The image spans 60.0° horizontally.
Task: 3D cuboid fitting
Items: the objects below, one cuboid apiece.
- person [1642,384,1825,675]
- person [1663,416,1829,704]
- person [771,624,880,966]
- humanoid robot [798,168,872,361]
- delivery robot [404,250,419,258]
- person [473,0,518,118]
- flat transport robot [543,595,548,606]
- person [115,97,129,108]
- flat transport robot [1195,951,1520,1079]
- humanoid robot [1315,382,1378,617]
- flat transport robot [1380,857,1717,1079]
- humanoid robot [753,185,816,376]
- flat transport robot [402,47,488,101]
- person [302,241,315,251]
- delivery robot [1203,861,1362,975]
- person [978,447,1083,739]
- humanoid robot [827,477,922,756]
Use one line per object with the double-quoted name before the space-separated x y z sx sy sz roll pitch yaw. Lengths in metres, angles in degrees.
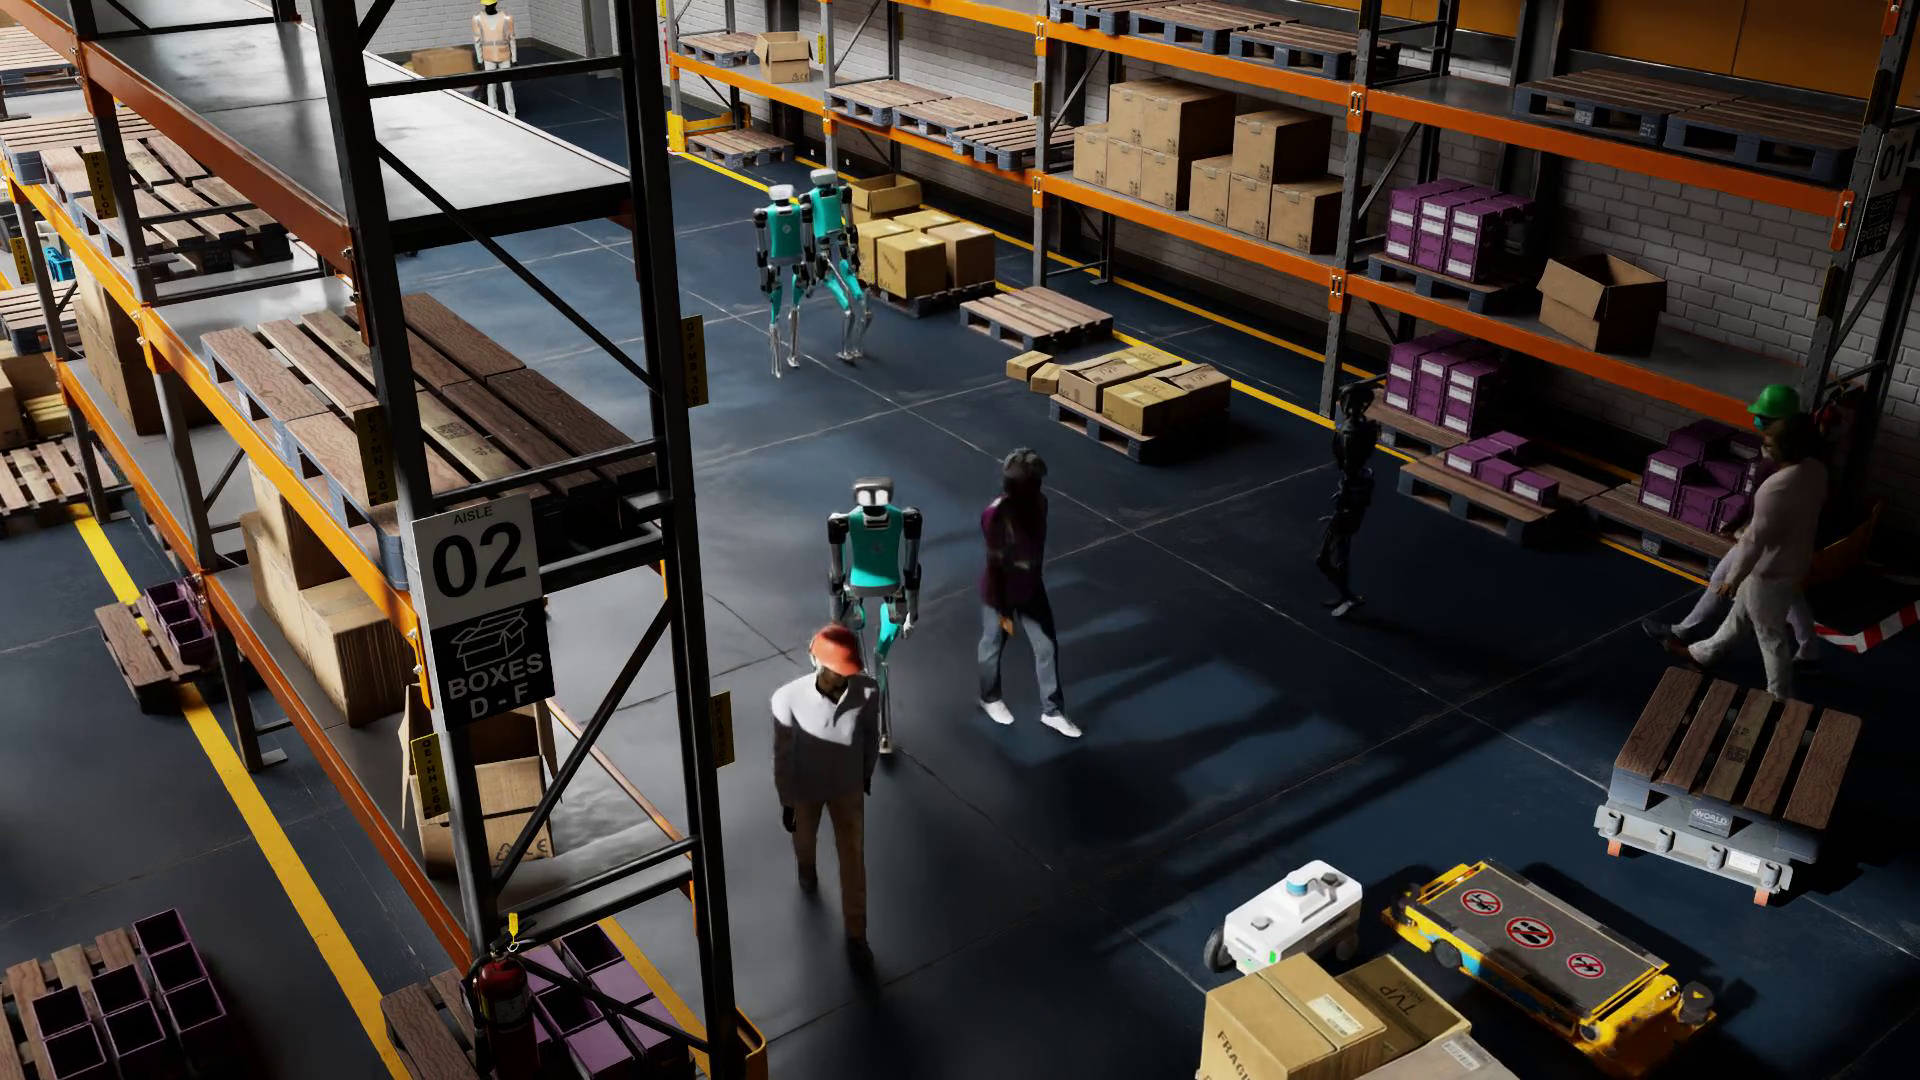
"person" 5.014 -0.066 10.330 1.095 1.882 0.466 18 32 32
"person" 4.725 0.128 9.921 0.657 1.889 0.984 -21 34 -36
"person" -0.648 1.144 8.107 0.558 1.704 0.915 -8 28 -15
"humanoid robot" -1.071 -2.451 15.265 0.542 1.781 0.856 -14 30 -26
"delivery robot" -6.403 -3.368 18.358 0.765 0.585 0.499 20 33 34
"person" -6.682 -6.962 24.000 0.584 1.919 0.378 -6 27 -11
"flat transport robot" -3.467 0.199 11.591 0.659 0.231 1.431 -18 32 -31
"person" -10.725 -5.439 20.887 0.624 1.992 0.385 -22 34 -36
"flat transport robot" 1.737 2.606 6.805 1.431 0.231 0.659 -14 30 -26
"humanoid robot" 2.568 -0.266 10.944 0.375 1.644 0.591 8 28 15
"flat transport robot" 2.797 2.012 7.986 0.659 0.231 1.431 -19 32 -33
"humanoid robot" -1.605 -2.374 15.110 0.550 1.820 0.715 -7 28 -14
"flat transport robot" -7.745 -6.530 24.976 0.659 0.231 1.431 0 27 1
"person" -5.364 -1.784 13.912 0.634 1.718 0.583 15 30 27
"delivery robot" 1.590 1.852 7.968 0.769 0.580 0.499 -21 33 -35
"person" 0.385 0.335 9.596 0.506 1.815 0.819 -19 32 -33
"humanoid robot" -0.526 0.331 9.736 0.533 1.743 1.046 -4 27 -9
